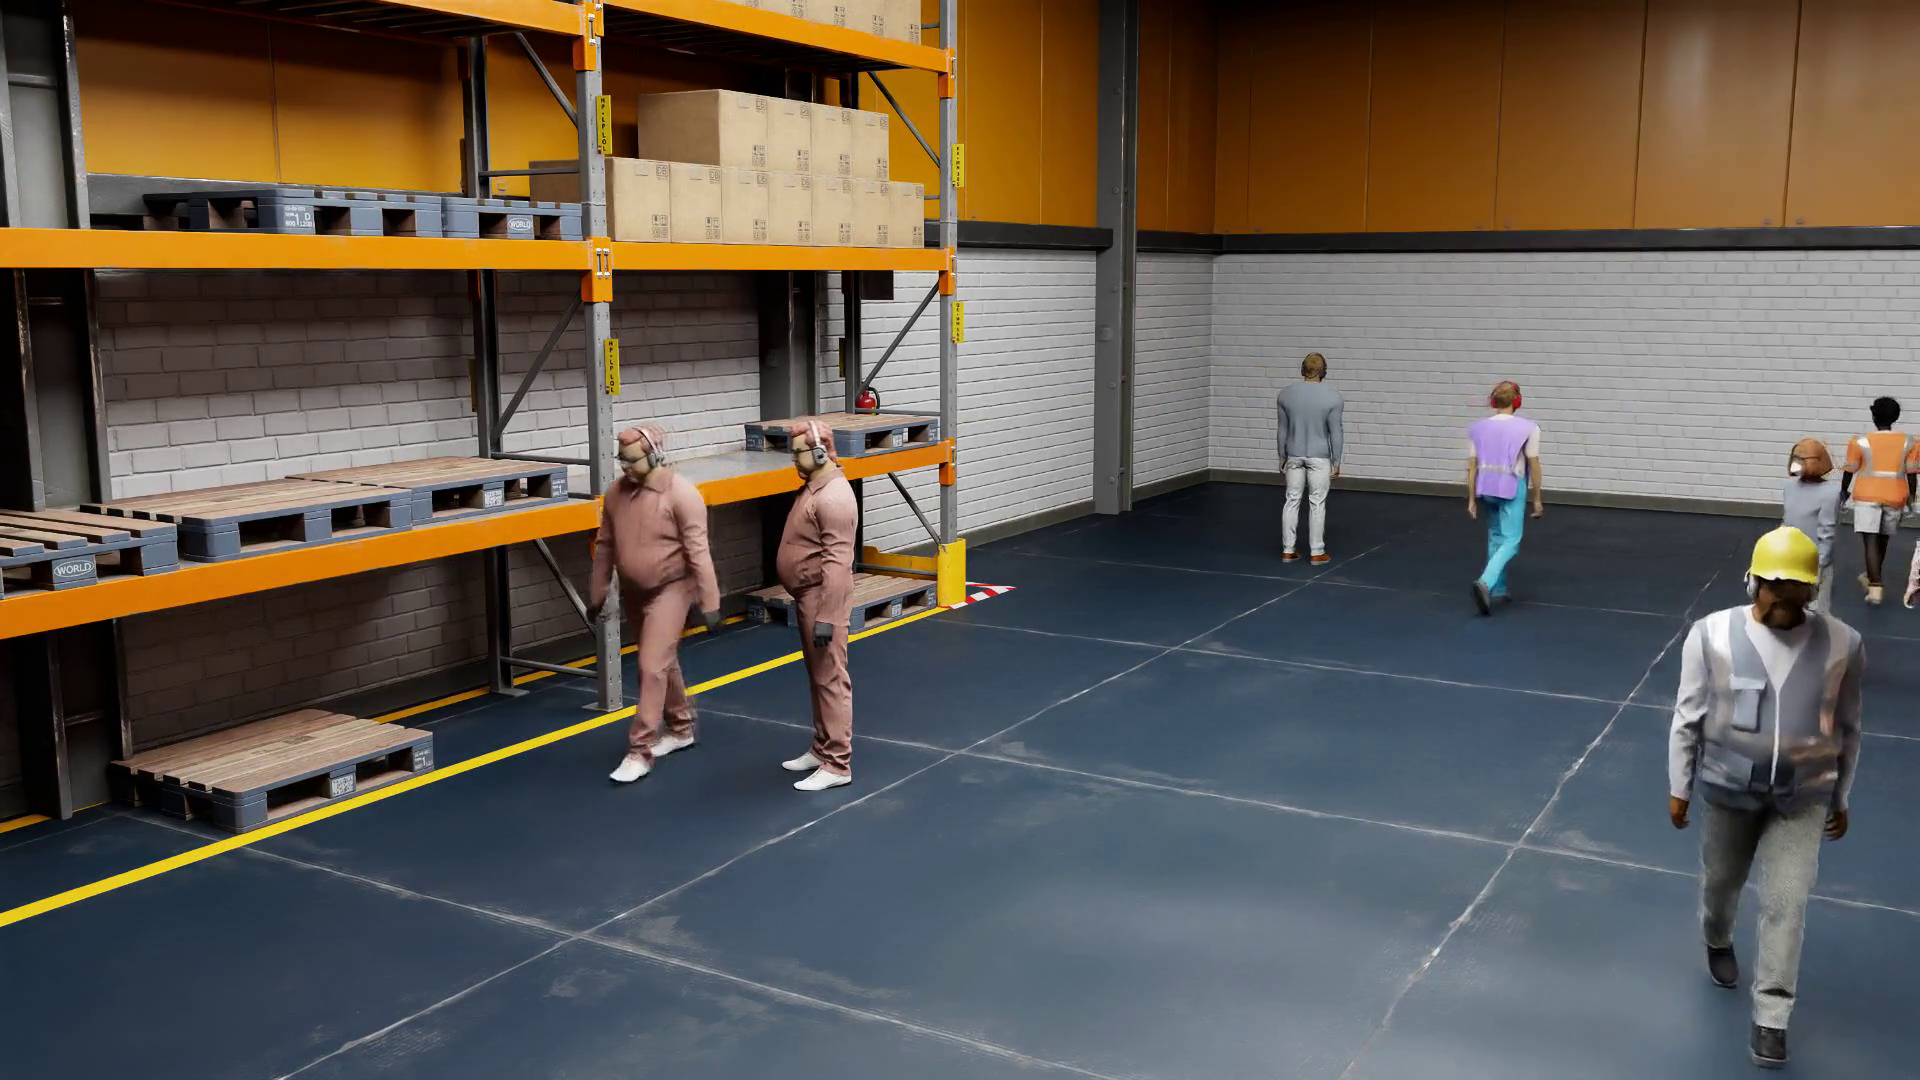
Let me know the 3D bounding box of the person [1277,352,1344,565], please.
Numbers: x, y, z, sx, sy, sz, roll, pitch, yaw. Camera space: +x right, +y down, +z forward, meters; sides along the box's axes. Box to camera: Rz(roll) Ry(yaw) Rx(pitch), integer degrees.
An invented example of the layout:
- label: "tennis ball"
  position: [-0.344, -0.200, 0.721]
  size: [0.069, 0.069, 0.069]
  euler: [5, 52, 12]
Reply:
- label: "person"
  position: [3.180, -0.735, 15.154]
  size: [0.627, 1.936, 0.361]
  euler: [5, 11, 30]

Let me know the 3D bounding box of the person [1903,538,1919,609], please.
- label: "person"
  position: [5.645, 0.295, 9.355]
  size: [0.770, 1.733, 0.548]
  euler: [-6, 11, -35]

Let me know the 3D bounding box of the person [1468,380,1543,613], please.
- label: "person"
  position: [4.229, -0.340, 13.046]
  size: [0.790, 1.819, 0.579]
  euler: [-8, 12, -42]

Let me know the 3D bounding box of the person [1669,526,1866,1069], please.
- label: "person"
  position: [2.810, 0.823, 5.842]
  size: [0.600, 1.803, 0.869]
  euler: [3, 10, 21]

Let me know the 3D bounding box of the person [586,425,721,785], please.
- label: "person"
  position: [-1.670, 0.322, 8.780]
  size: [0.763, 1.851, 0.916]
  euler: [6, 11, 34]

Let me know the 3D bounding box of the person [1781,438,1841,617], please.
- label: "person"
  position: [5.241, 0.165, 10.513]
  size: [0.752, 1.600, 0.523]
  euler: [-2, 9, -12]

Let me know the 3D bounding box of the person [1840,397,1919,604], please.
- label: "person"
  position: [7.446, -0.331, 13.506]
  size: [0.547, 1.644, 0.889]
  euler: [2, 9, 12]

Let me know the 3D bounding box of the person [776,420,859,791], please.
- label: "person"
  position: [-0.738, 0.331, 8.587]
  size: [0.410, 1.905, 0.640]
  euler: [-2, 9, -13]
